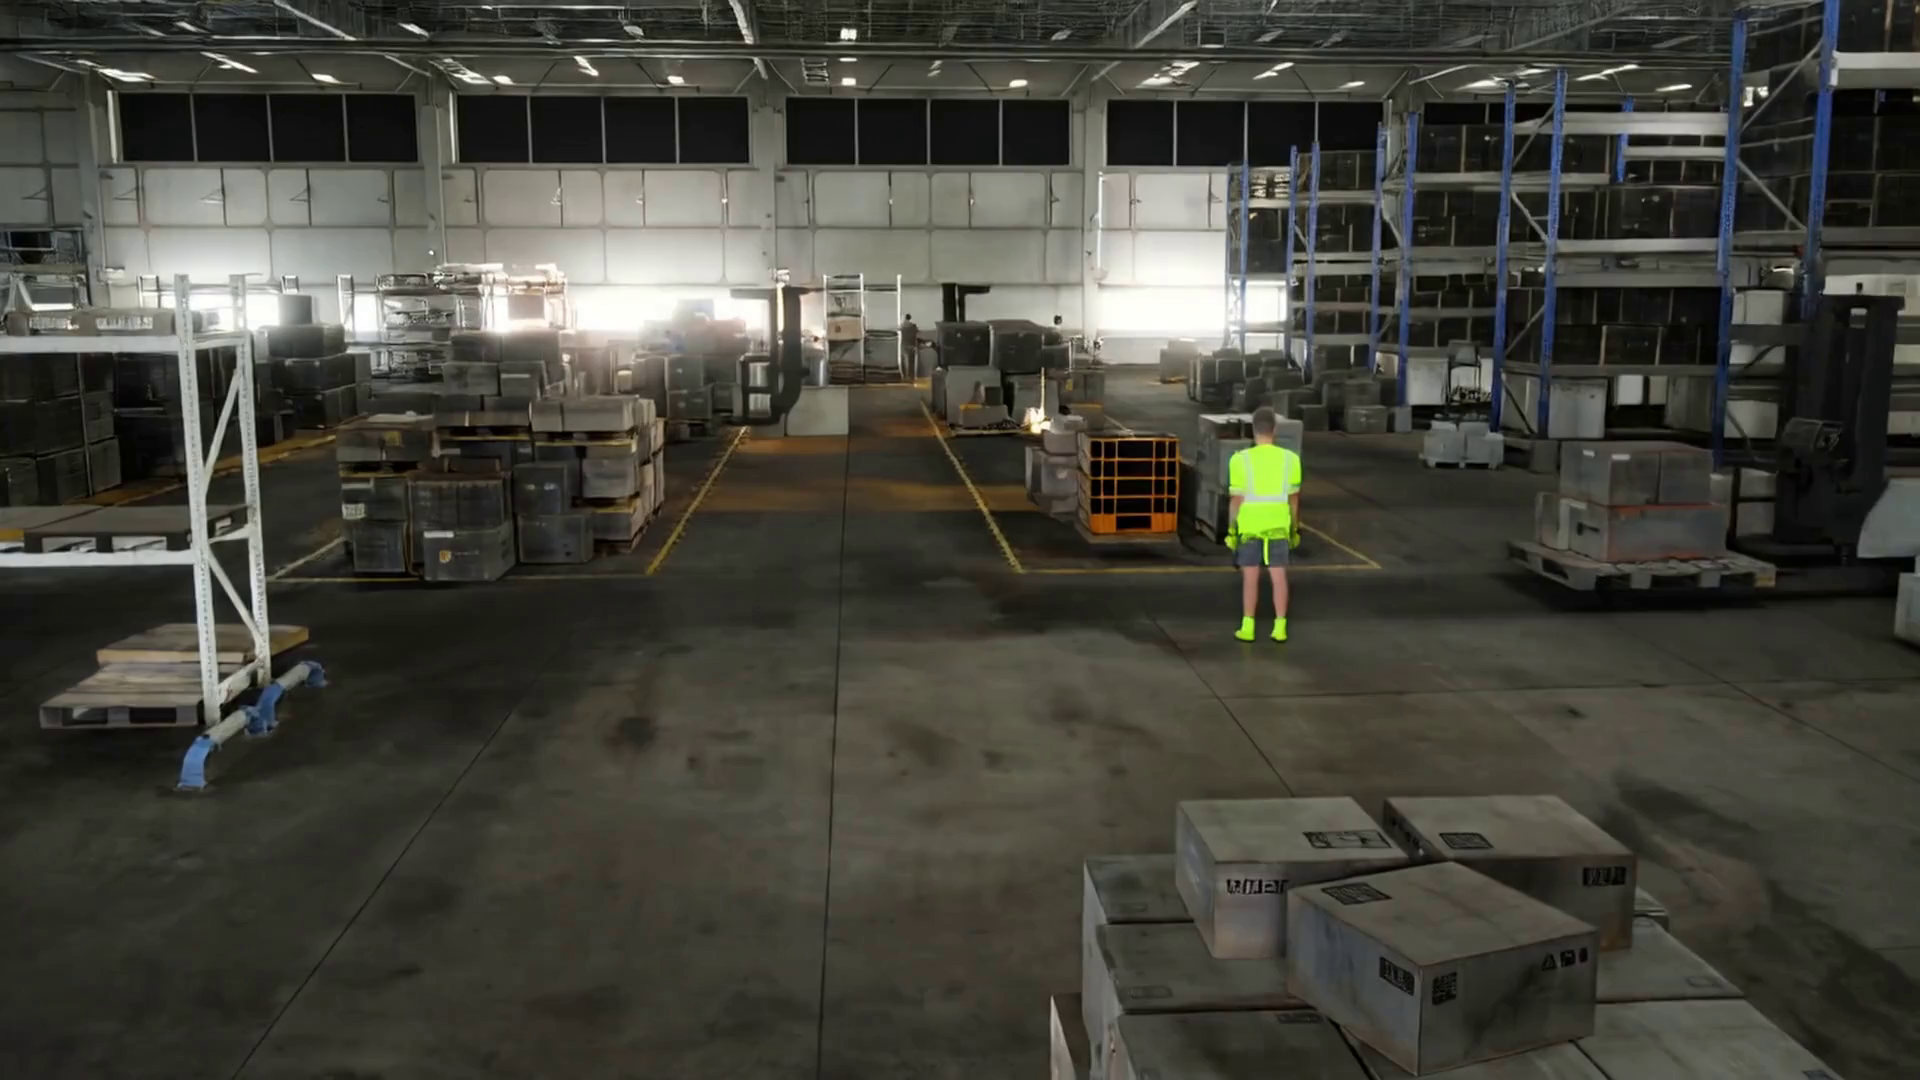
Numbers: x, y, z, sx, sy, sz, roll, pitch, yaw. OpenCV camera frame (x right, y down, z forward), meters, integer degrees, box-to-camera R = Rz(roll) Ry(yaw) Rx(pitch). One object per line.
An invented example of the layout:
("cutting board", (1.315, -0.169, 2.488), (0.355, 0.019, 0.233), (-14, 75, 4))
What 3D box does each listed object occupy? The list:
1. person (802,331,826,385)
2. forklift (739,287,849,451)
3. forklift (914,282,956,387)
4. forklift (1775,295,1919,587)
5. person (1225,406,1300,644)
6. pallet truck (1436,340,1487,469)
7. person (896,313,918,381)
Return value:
("person", (-2.775, -2.838, 30.619), (0.611, 1.996, 0.387), (0, 9, -2))
("forklift", (-2.857, -2.959, 28.607), (1.873, 2.768, 1.129), (-1, 9, -4))
("forklift", (-0.302, -5.566, 44.979), (1.873, 2.768, 1.129), (-1, 9, -4))
("forklift", (8.719, -1.000, 16.312), (1.873, 2.768, 1.129), (-1, 9, -4))
("person", (2.478, -0.117, 13.638), (0.605, 1.962, 0.373), (0, 9, -2))
("pallet truck", (8.004, -2.170, 26.422), (0.823, 1.965, 1.885), (2, 9, 14))
("person", (-1.498, -5.477, 47.367), (0.628, 1.940, 0.377), (0, 9, -2))
